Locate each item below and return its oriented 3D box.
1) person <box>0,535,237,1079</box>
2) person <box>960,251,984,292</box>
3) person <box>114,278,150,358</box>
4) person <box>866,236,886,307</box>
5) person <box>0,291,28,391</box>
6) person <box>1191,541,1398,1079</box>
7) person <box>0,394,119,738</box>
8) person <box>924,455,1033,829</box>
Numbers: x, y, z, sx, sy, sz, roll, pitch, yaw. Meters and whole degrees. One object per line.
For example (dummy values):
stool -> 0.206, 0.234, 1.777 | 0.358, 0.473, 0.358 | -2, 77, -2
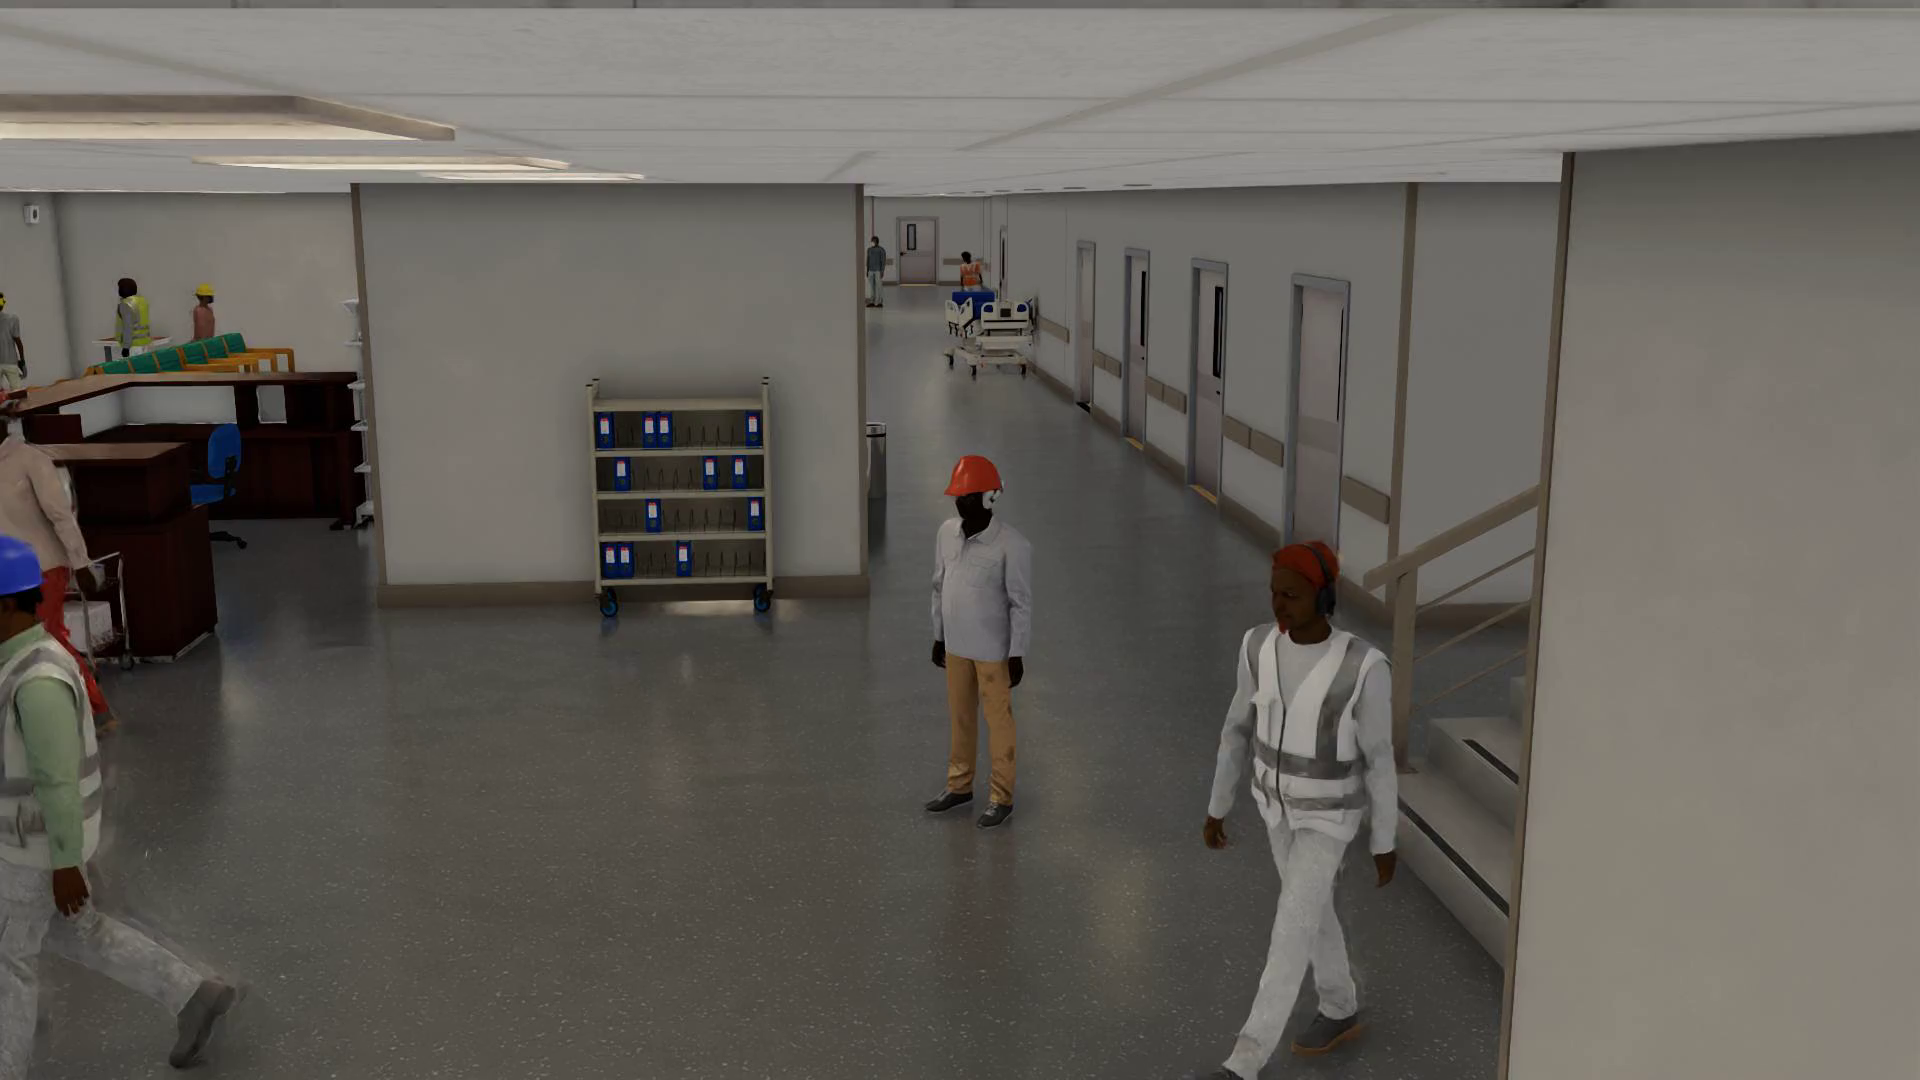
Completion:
person -> -2.854, 0.902, 5.280 | 0.909, 1.915, 0.621 | -8, 14, -33
person -> 0.303, -6.299, 41.111 | 0.641, 1.646, 0.343 | 5, 12, 22
person -> -11.495, -2.715, 23.124 | 0.429, 1.841, 0.633 | 0, 12, -2
person -> -2.303, -7.313, 45.347 | 0.631, 1.940, 0.372 | 8, 14, 34
person -> -11.529, -2.092, 20.024 | 0.518, 1.865, 0.330 | -6, 13, -26
person -> 1.058, 0.911, 5.414 | 0.972, 1.828, 0.614 | -9, 14, -36
person -> -4.997, 0.142, 8.890 | 0.645, 1.947, 0.535 | 6, 13, 29
person -> 0.073, 0.469, 7.771 | 0.564, 1.753, 0.336 | 11, 16, 42
